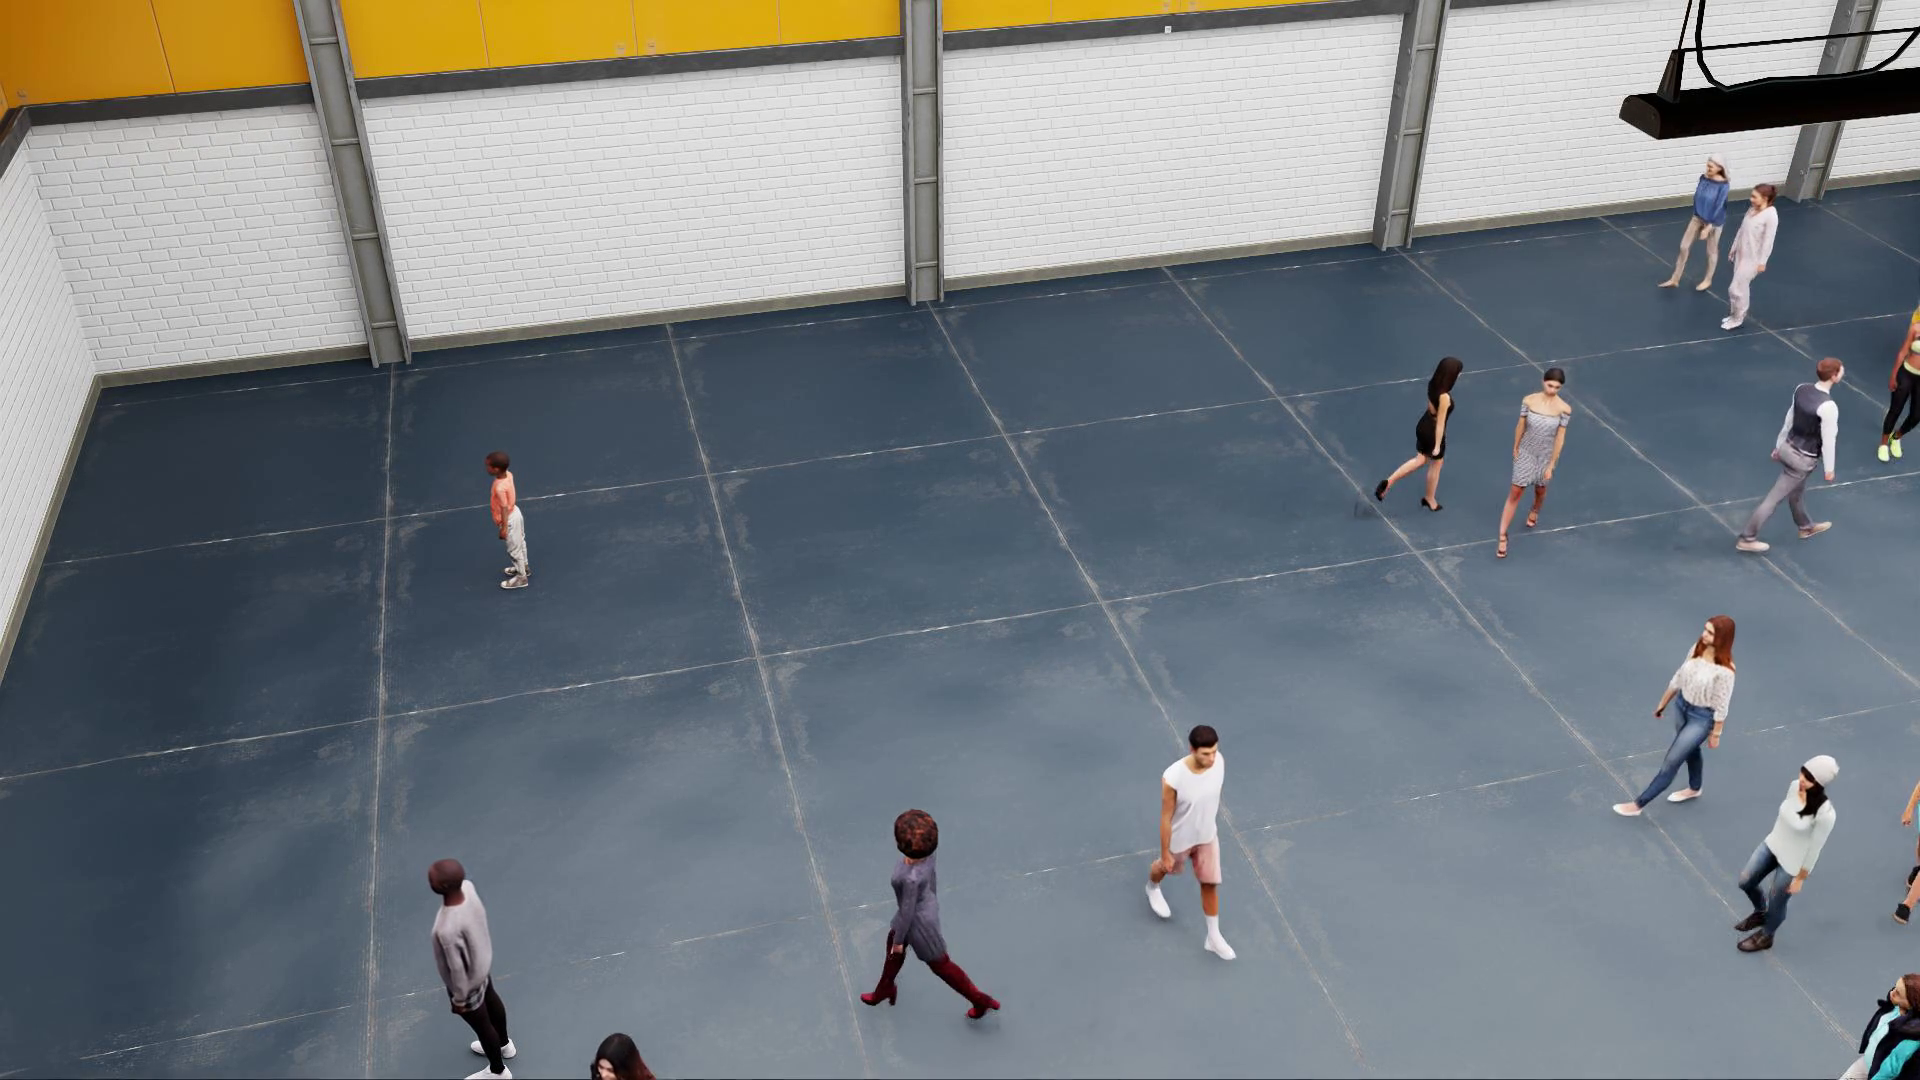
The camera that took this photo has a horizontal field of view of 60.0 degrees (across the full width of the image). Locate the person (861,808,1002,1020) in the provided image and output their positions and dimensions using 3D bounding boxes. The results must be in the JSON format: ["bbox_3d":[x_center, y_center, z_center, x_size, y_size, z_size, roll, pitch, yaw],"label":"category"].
[{"bbox_3d":[-0.156,2.355,10.161,1.209,1.670,0.926,6,34,8],"label":"person"}]

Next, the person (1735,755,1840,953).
[{"bbox_3d":[5.390,2.023,10.689,0.561,1.638,0.566,-9,35,-13],"label":"person"}]

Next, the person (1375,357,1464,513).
[{"bbox_3d":[4.207,-0.933,15.150,0.938,1.623,0.602,-5,34,-8],"label":"person"}]

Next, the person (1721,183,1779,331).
[{"bbox_3d":[8.844,-3.149,18.439,0.660,1.673,0.668,-5,34,-7],"label":"person"}]

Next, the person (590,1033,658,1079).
[{"bbox_3d":[-1.721,3.193,8.974,1.139,1.588,1.155,14,36,21],"label":"person"}]

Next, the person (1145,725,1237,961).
[{"bbox_3d":[1.440,1.858,10.849,1.108,1.737,0.884,-15,37,-22],"label":"person"}]

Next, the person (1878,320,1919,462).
[{"bbox_3d":[9.168,-1.586,16.025,0.675,1.742,0.756,8,34,12],"label":"person"}]

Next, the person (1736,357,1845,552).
[{"bbox_3d":[7.248,-0.710,14.565,1.205,1.899,0.841,-1,34,-2],"label":"person"}]

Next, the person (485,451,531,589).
[{"bbox_3d":[-3.879,-0.193,14.318,0.529,1.311,0.522,-1,34,-2],"label":"person"}]

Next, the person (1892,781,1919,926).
[{"bbox_3d":[6.601,1.799,11.132,0.895,1.520,1.086,28,42,35],"label":"person"}]

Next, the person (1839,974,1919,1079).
[{"bbox_3d":[5.284,3.006,9.353,0.895,1.480,0.779,7,34,11],"label":"person"}]

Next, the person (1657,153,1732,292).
[{"bbox_3d":[8.702,-3.668,19.224,0.926,1.668,0.705,-18,38,-25],"label":"person"}]

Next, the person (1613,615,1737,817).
[{"bbox_3d":[5.295,1.244,11.809,1.045,1.695,0.631,-7,34,-11],"label":"person"}]

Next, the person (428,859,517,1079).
[{"bbox_3d":[-2.878,2.537,9.795,0.612,1.771,0.663,0,34,-1],"label":"person"}]

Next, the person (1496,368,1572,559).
[{"bbox_3d":[5.140,-0.735,14.717,1.043,1.772,1.076,18,38,25],"label":"person"}]
